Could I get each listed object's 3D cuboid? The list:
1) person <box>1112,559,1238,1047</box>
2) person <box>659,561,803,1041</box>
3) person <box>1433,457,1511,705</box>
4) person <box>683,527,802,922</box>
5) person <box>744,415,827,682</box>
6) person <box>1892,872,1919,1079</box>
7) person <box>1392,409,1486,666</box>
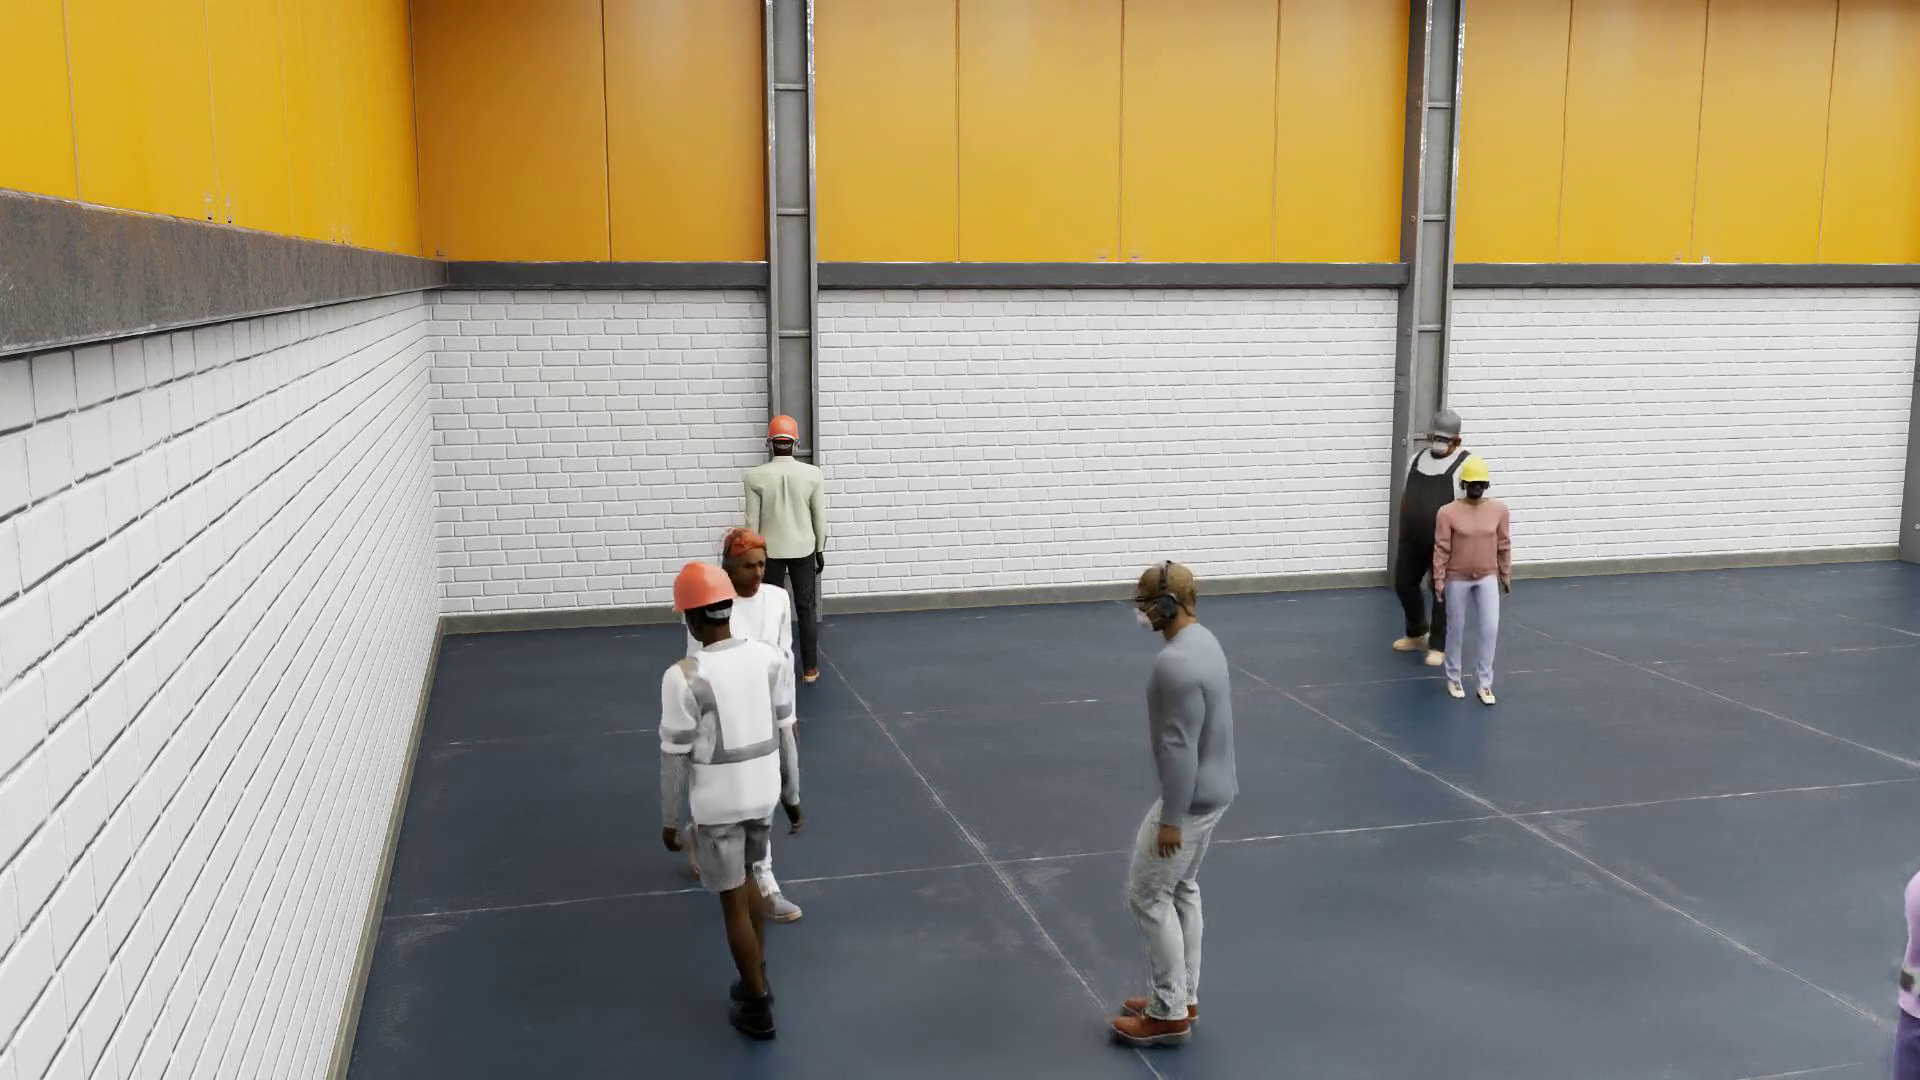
[{"bbox_3d":[0.861,1.034,6.567,0.462,1.918,0.680,3,10,17],"label":"person"},{"bbox_3d":[-0.947,1.025,6.626,0.569,1.908,0.630,-8,12,-40],"label":"person"},{"bbox_3d":[3.611,0.286,11.705,0.571,1.745,0.642,0,9,2],"label":"person"},{"bbox_3d":[-1.091,0.837,7.991,0.894,1.855,0.572,8,12,42],"label":"person"},{"bbox_3d":[-1.288,0.075,12.299,0.608,1.995,0.377,-2,9,-12],"label":"person"},{"bbox_3d":[2.550,1.382,4.078,0.617,2.020,0.826,1,9,5],"label":"person"},{"bbox_3d":[3.686,-0.042,12.882,0.605,2.000,0.745,-8,12,-41],"label":"person"}]
